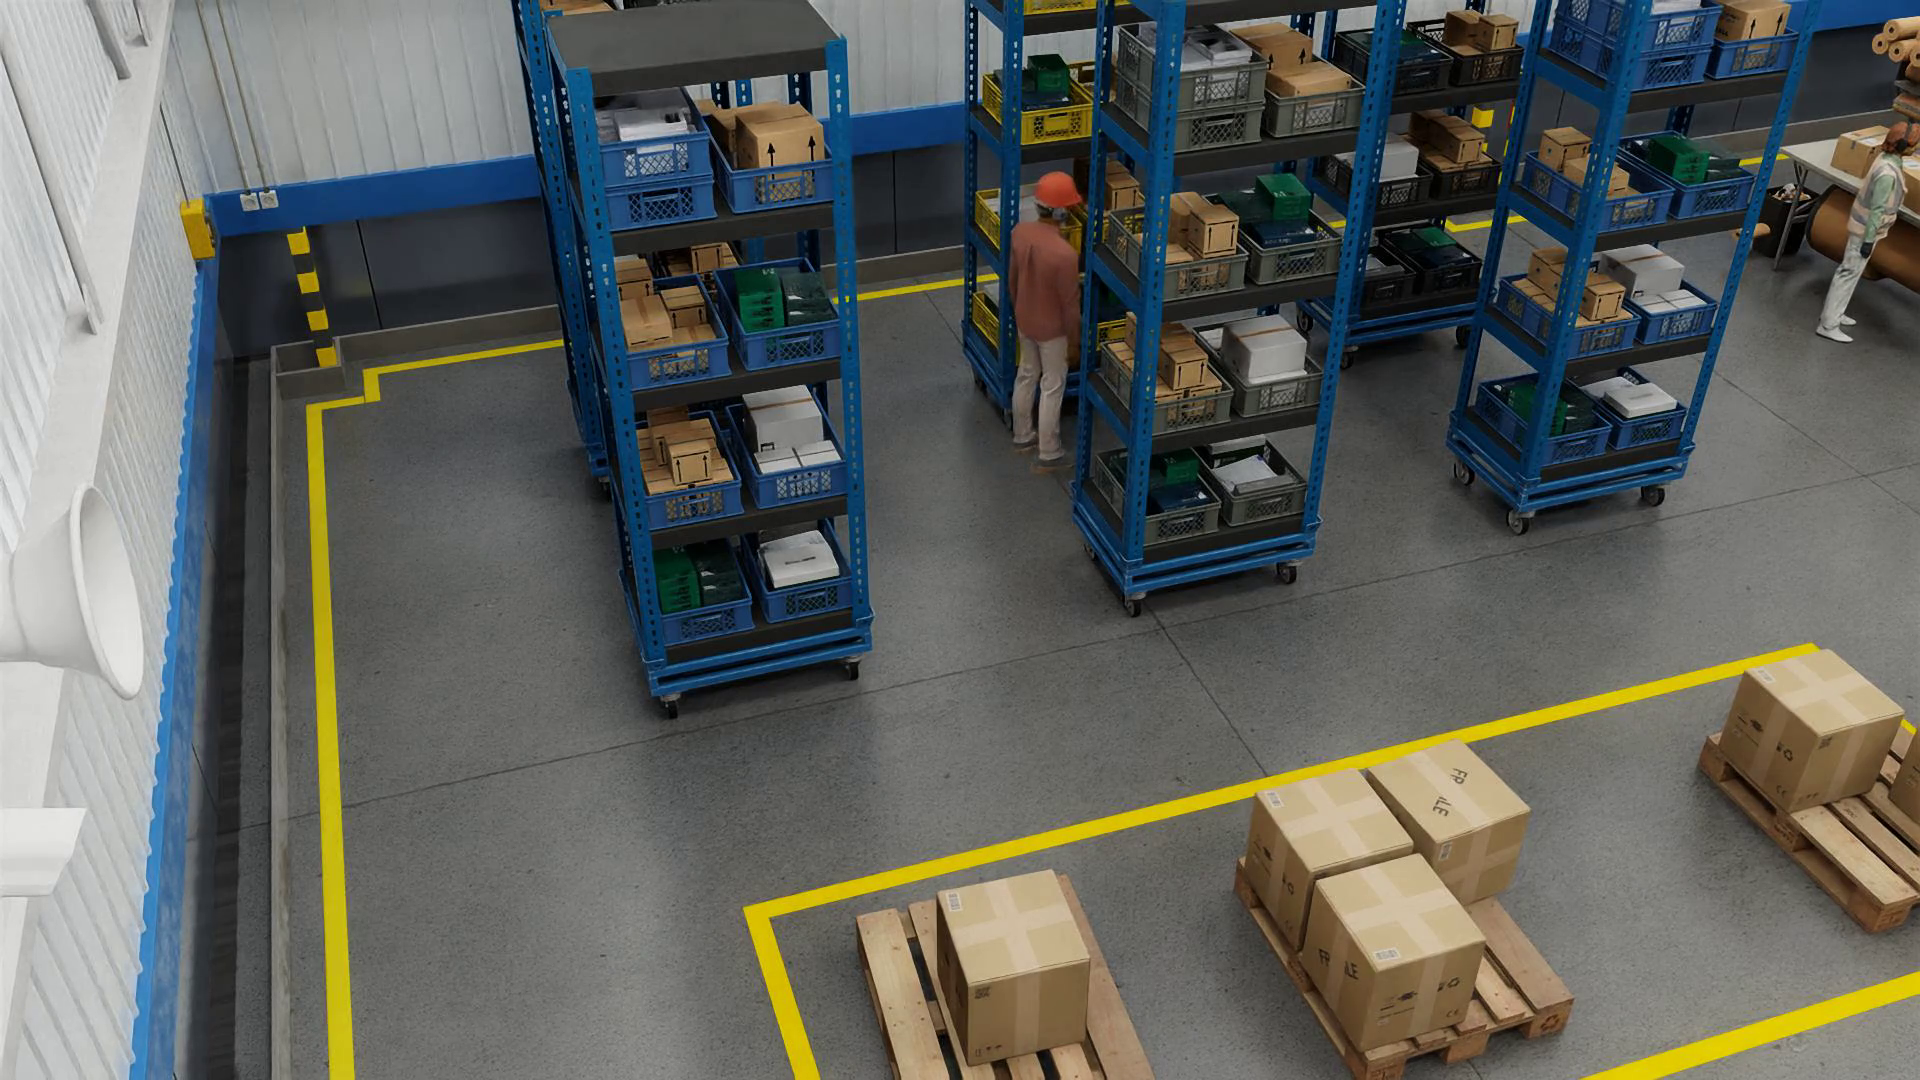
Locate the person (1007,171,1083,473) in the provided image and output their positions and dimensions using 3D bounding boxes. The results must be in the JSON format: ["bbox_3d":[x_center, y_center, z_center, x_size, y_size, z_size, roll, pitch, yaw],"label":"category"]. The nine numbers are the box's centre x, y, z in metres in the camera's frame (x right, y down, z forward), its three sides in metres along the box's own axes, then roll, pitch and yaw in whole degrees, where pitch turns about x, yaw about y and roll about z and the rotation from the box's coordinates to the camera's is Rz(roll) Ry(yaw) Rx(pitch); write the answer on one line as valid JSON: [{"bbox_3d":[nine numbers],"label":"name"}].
[{"bbox_3d":[0.557,-1.374,10.496,0.396,1.992,0.623,-23,41,-29],"label":"person"}]

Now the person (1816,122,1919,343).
[{"bbox_3d":[6.567,-2.231,12.022,0.311,1.633,0.517,16,38,21],"label":"person"}]
